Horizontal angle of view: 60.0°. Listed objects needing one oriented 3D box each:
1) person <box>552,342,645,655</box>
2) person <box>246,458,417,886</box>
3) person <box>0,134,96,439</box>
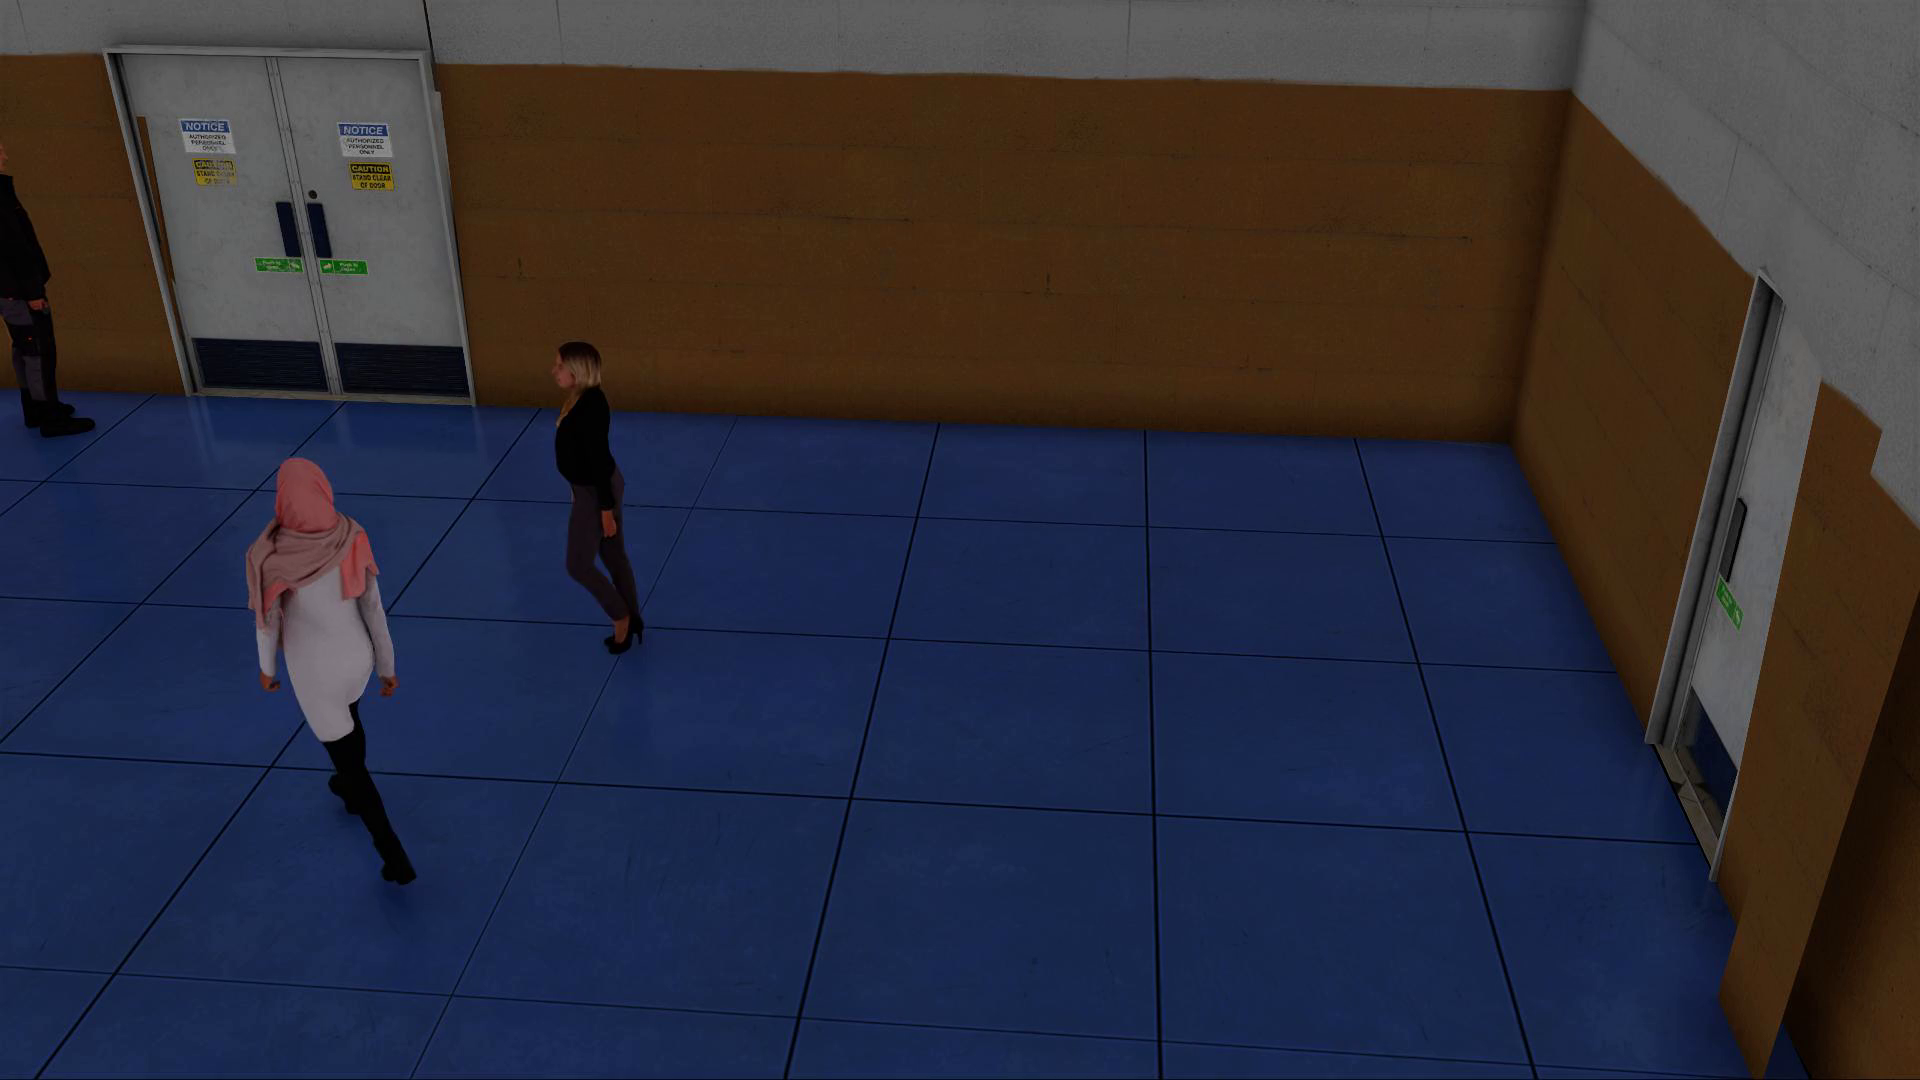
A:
[{"bbox_3d":[-1.656,-0.189,8.043,0.722,1.663,0.577,-5,29,-9],"label":"person"},{"bbox_3d":[-2.435,0.567,6.554,1.167,1.763,1.193,-24,37,-37],"label":"person"},{"bbox_3d":[-5.862,-1.595,10.323,0.831,1.945,0.793,-25,38,-38],"label":"person"}]
